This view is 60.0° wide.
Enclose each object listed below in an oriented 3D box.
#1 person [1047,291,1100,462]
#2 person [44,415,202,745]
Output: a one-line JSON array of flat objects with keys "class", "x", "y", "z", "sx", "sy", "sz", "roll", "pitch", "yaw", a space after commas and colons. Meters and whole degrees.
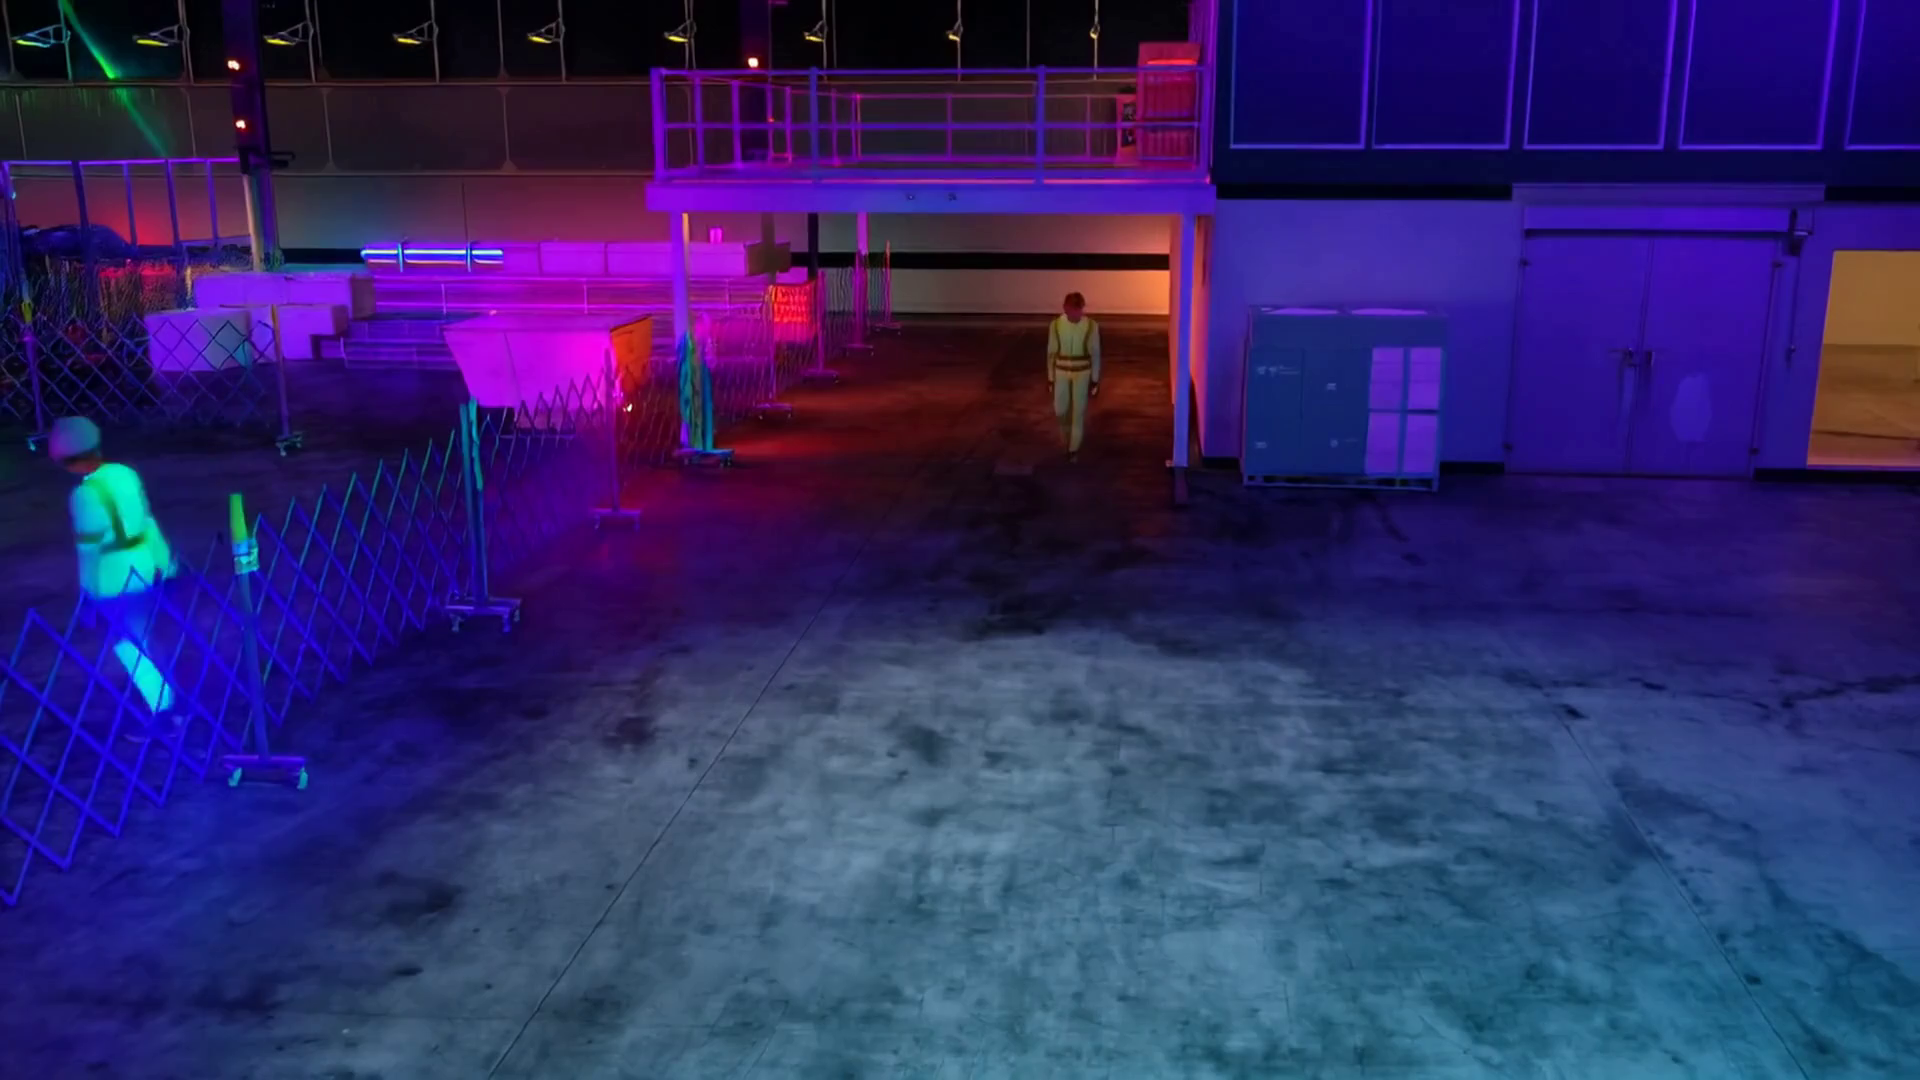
[{"class": "person", "x": 1.240, "y": -1.786, "z": 18.193, "sx": 0.576, "sy": 1.872, "sz": 0.444, "roll": 3, "pitch": 14, "yaw": 10}, {"class": "person", "x": -4.897, "y": 0.238, "z": 9.662, "sx": 0.529, "sy": 1.994, "sz": 0.645, "roll": 0, "pitch": 14, "yaw": -1}]
